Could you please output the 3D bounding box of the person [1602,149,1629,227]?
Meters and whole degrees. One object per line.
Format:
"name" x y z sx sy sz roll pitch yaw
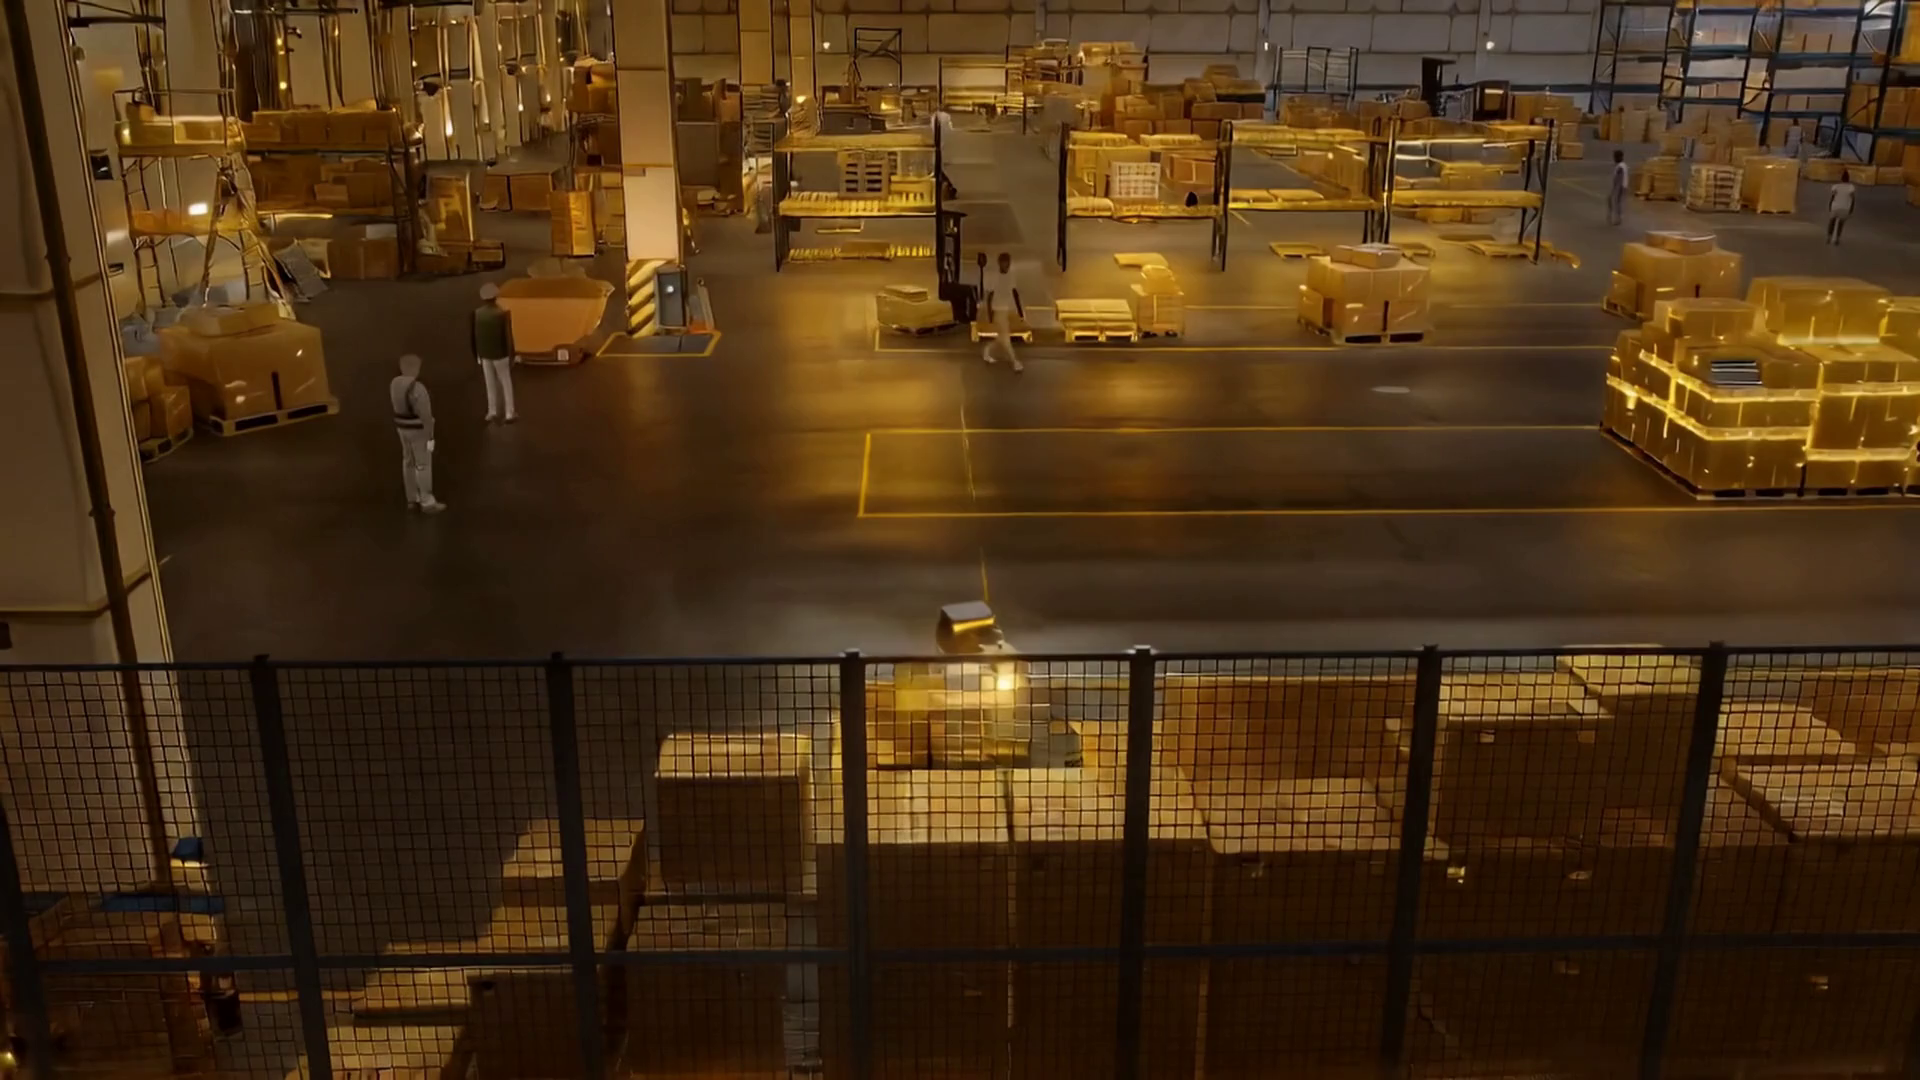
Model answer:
"person" 16.300 -8.741 41.323 0.619 1.892 0.583 10 21 28

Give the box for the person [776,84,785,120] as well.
"person" -7.301 -17.256 66.515 0.629 1.940 0.379 0 19 1

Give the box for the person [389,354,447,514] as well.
"person" -6.232 -1.224 19.104 0.634 1.841 0.429 14 23 36

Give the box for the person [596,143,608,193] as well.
"person" -10.230 -10.894 48.004 0.497 1.697 0.809 1 19 4

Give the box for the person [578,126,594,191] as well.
"person" -10.825 -10.959 47.914 0.575 1.886 0.362 2 19 6

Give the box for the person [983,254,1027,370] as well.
"person" 0.706 -3.613 26.241 1.038 1.808 0.504 17 25 41

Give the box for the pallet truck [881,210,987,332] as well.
"pallet truck" -0.493 -4.759 29.349 1.885 1.965 0.823 -13 23 -34

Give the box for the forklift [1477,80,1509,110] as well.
"forklift" 17.107 -13.435 53.727 1.129 2.768 1.873 7 20 19

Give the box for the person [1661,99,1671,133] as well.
"person" 27.871 -16.816 65.670 0.511 1.640 0.308 9 21 25

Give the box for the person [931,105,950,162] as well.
"person" -0.657 -13.706 56.087 0.650 1.889 0.984 -8 20 -22

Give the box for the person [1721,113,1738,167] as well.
"person" 24.224 -12.495 52.482 0.410 1.892 0.739 -2 19 -5

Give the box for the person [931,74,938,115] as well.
"person" -1.073 -19.447 73.011 0.352 1.939 0.552 -10 21 -27

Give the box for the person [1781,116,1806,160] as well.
"person" 25.387 -11.949 50.749 0.619 1.938 0.850 6 20 18

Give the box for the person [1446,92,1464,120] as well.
"person" 18.047 -15.349 60.797 0.630 1.973 0.625 12 22 32

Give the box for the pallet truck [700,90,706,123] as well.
"pallet truck" -9.671 -15.907 62.421 0.823 1.965 1.885 5 19 15

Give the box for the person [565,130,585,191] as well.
"person" -10.882 -10.663 47.099 0.504 1.847 0.344 -5 19 -13

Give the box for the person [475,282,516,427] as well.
"person" -6.382 -2.550 22.801 0.612 1.995 0.376 8 20 22

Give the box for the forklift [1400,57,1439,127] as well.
"forklift" 19.363 -18.501 68.756 1.873 2.768 1.129 -1 19 -1

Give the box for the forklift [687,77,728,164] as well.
"forklift" -8.726 -13.868 55.012 1.873 2.768 1.129 -1 19 -1

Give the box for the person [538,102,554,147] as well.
"person" -15.178 -15.239 61.013 0.522 1.627 0.369 -2 19 -6

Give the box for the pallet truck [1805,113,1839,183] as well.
"pallet truck" 26.403 -11.957 50.702 0.823 1.965 1.885 6 19 16

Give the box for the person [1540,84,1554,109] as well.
"person" 23.423 -17.261 66.555 0.639 1.926 0.458 -4 19 -12

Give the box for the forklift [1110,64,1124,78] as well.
"forklift" 5.890 -16.579 63.054 1.873 2.768 1.129 4 19 12

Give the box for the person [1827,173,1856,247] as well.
"person" 20.346 -7.638 38.420 0.548 1.642 0.884 9 21 26
